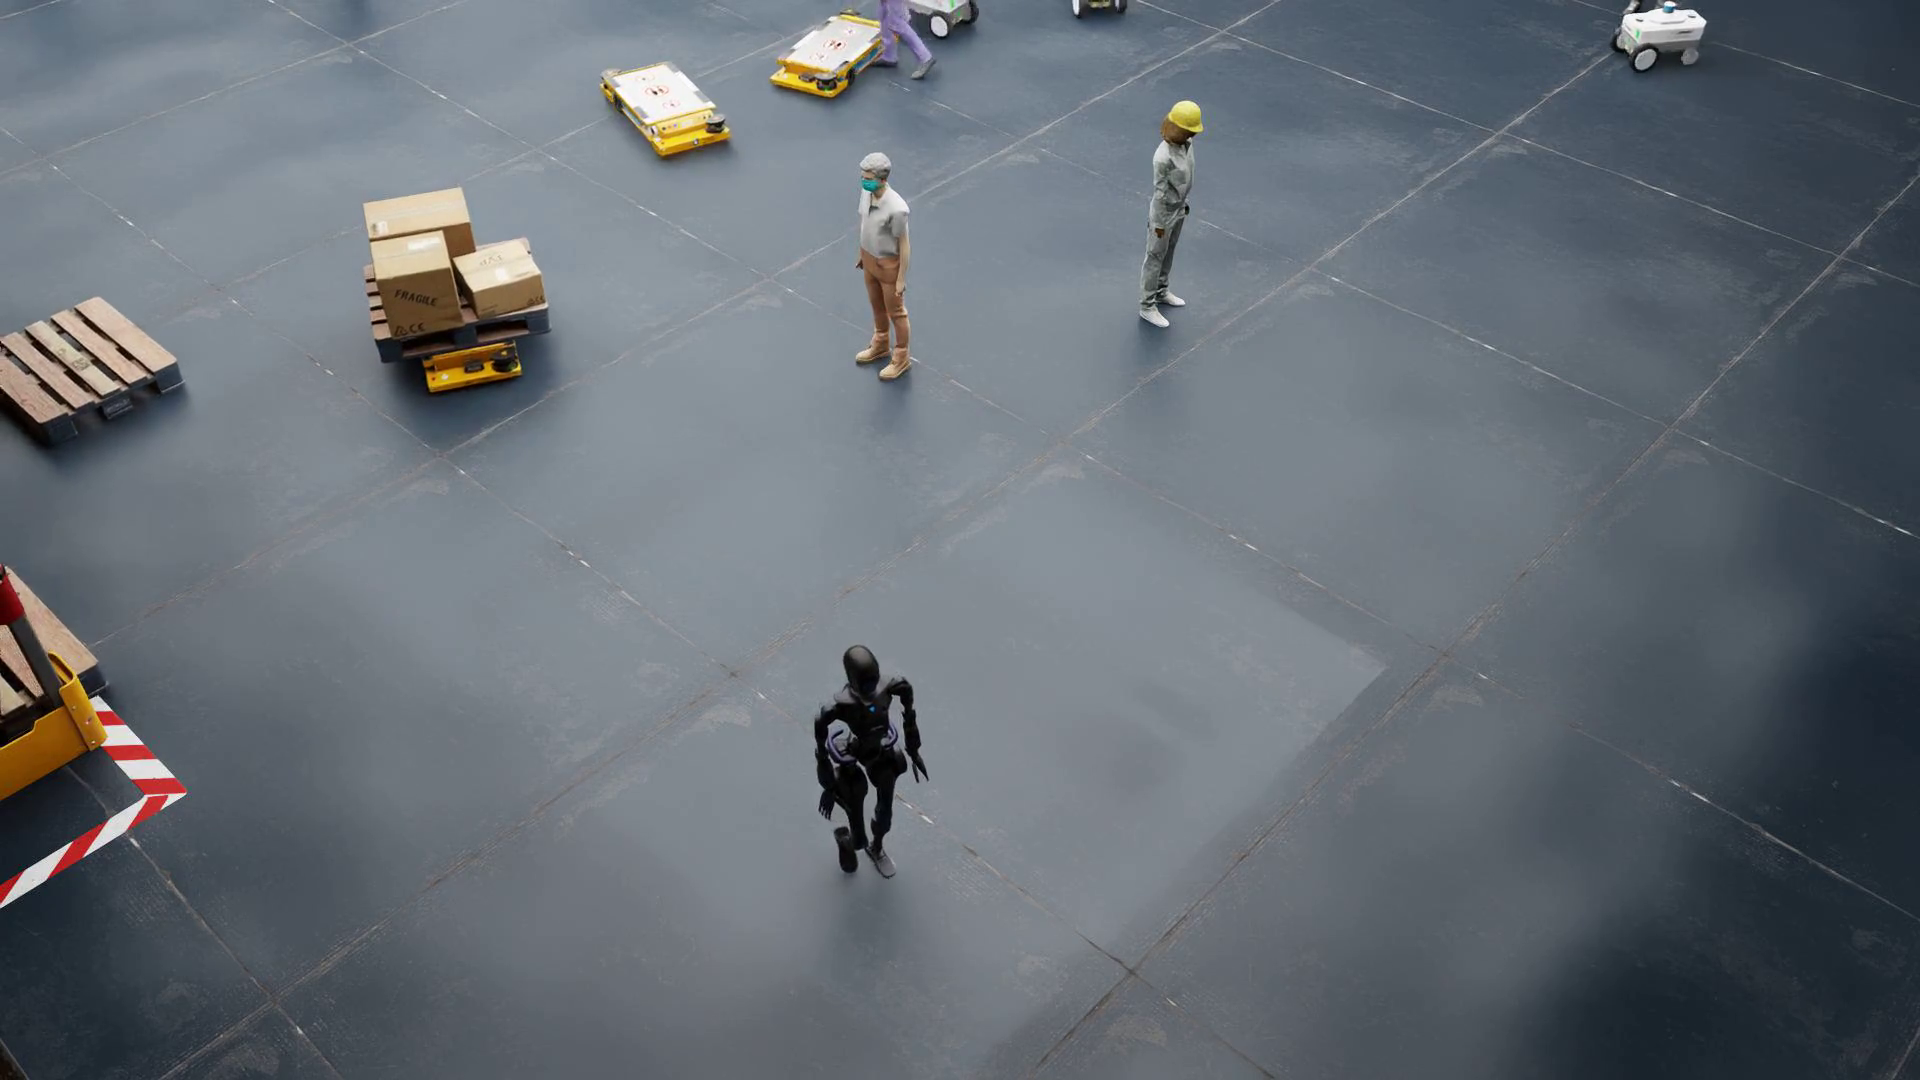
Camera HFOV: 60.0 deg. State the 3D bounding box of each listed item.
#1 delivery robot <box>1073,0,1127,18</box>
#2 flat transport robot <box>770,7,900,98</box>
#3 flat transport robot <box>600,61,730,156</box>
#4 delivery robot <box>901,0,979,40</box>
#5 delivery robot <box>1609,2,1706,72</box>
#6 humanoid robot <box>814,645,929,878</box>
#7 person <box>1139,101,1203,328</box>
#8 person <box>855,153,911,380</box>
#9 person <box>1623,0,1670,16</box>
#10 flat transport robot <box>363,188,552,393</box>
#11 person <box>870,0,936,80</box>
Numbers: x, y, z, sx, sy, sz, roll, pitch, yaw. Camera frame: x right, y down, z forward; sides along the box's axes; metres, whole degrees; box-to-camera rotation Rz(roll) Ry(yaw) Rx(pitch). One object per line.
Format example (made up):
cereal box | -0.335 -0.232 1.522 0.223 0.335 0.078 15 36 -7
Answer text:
delivery robot | 1.332 -5.526 16.469 0.499 0.614 0.802 -9 43 -10
flat transport robot | -1.138 -4.583 15.620 0.659 0.231 1.431 19 45 20
flat transport robot | -2.648 -3.874 14.832 0.659 0.231 1.431 -21 46 -22
delivery robot | -0.233 -5.235 16.136 0.795 0.602 0.499 26 48 26
delivery robot | 6.536 -4.730 15.577 0.781 0.605 0.499 -6 42 -7
humanoid robot | -0.447 1.113 8.239 0.588 1.648 0.341 -22 46 -22
person | 1.545 -2.382 12.077 0.308 1.735 0.483 21 46 22
person | -0.534 -1.912 11.547 0.301 1.743 0.494 -29 49 -28
person | 6.787 -5.889 15.905 0.562 1.833 0.408 21 46 22
flat transport robot | -3.683 -1.613 12.319 0.659 0.231 1.431 -13 44 -14
person | -0.538 -5.095 15.043 0.635 1.810 0.591 3 42 3
